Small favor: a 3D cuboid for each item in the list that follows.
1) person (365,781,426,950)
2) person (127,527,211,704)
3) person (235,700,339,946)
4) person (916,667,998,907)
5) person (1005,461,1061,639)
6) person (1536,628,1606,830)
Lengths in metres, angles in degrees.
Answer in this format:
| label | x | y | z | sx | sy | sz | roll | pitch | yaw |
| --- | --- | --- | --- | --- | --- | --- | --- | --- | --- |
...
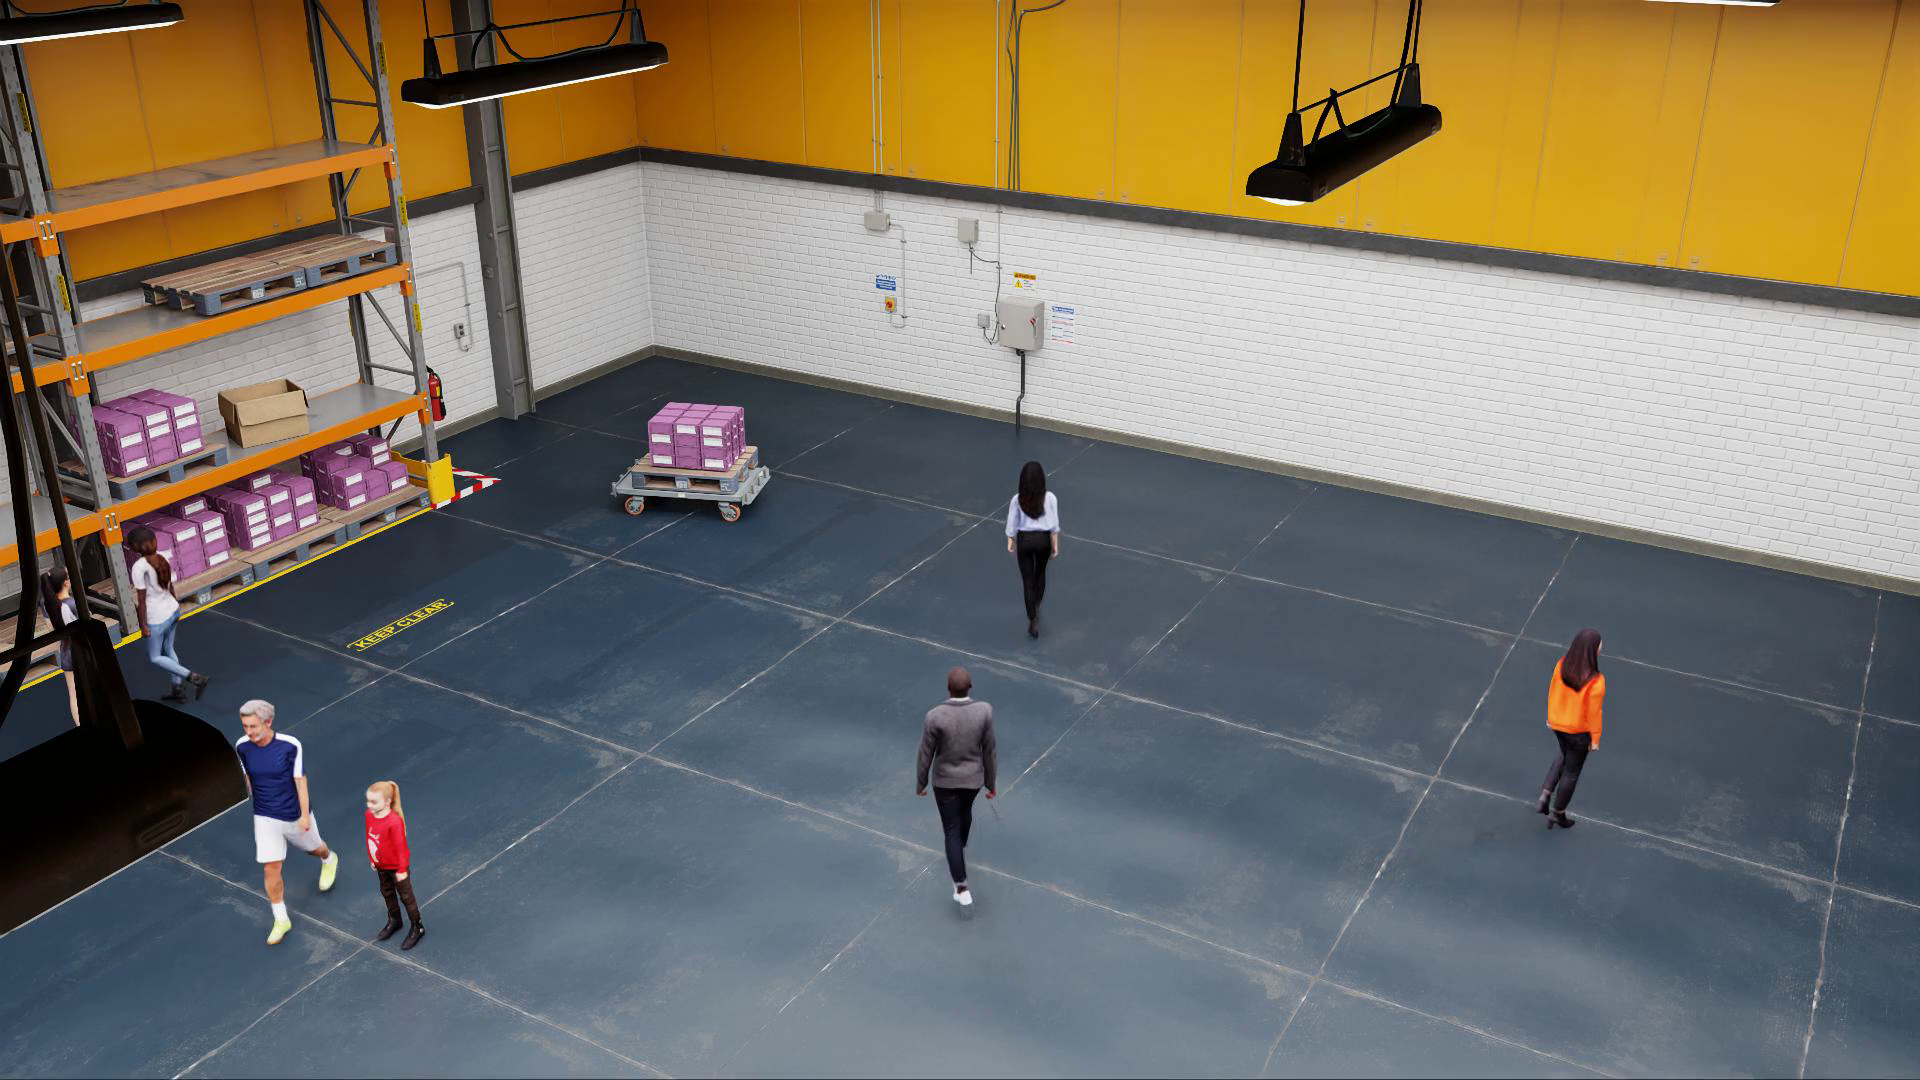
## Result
| label | x | y | z | sx | sy | sz | roll | pitch | yaw |
| --- | --- | --- | --- | --- | --- | --- | --- | --- | --- |
| person | -3.974 | 2.248 | 11.626 | 0.487 | 1.281 | 0.482 | 11 | 26 | 24 |
| person | -6.964 | 0.696 | 14.643 | 0.828 | 1.708 | 0.836 | 3 | 24 | 8 |
| person | -4.763 | 1.883 | 11.810 | 1.042 | 1.801 | 1.243 | -1 | 24 | -3 |
| person | -0.002 | 1.800 | 12.026 | 1.181 | 1.781 | 1.257 | -5 | 24 | -11 |
| person | 0.715 | 0.123 | 15.942 | 1.000 | 1.717 | 1.097 | -3 | 24 | -7 |
| person | 4.652 | 1.477 | 12.819 | 0.801 | 1.737 | 0.753 | -9 | 25 | -21 |
